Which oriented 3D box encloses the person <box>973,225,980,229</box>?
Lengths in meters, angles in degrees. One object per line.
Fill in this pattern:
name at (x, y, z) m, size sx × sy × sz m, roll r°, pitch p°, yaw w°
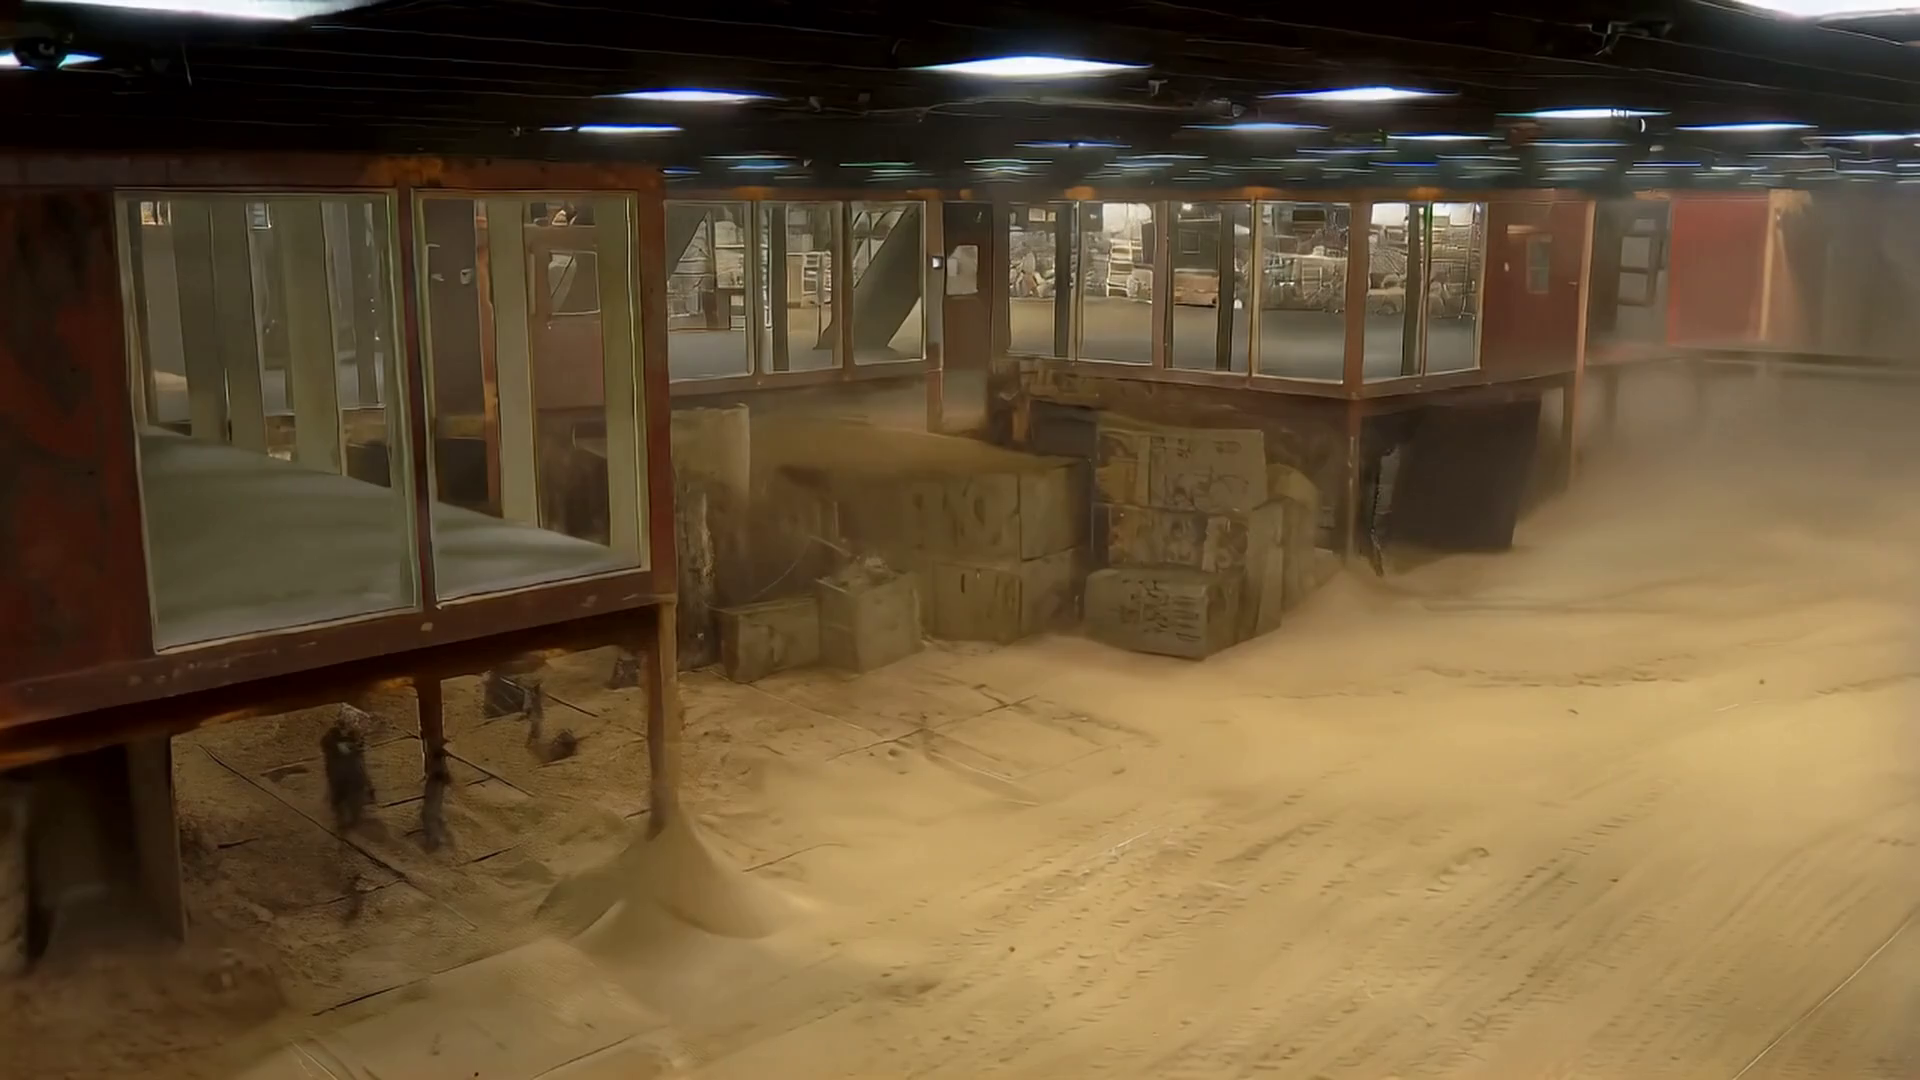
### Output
person at (0.549, -7.288, 43.210) m, size 0.835 × 2.012 × 0.636 m, roll 3°, pitch 12°, yaw 15°
